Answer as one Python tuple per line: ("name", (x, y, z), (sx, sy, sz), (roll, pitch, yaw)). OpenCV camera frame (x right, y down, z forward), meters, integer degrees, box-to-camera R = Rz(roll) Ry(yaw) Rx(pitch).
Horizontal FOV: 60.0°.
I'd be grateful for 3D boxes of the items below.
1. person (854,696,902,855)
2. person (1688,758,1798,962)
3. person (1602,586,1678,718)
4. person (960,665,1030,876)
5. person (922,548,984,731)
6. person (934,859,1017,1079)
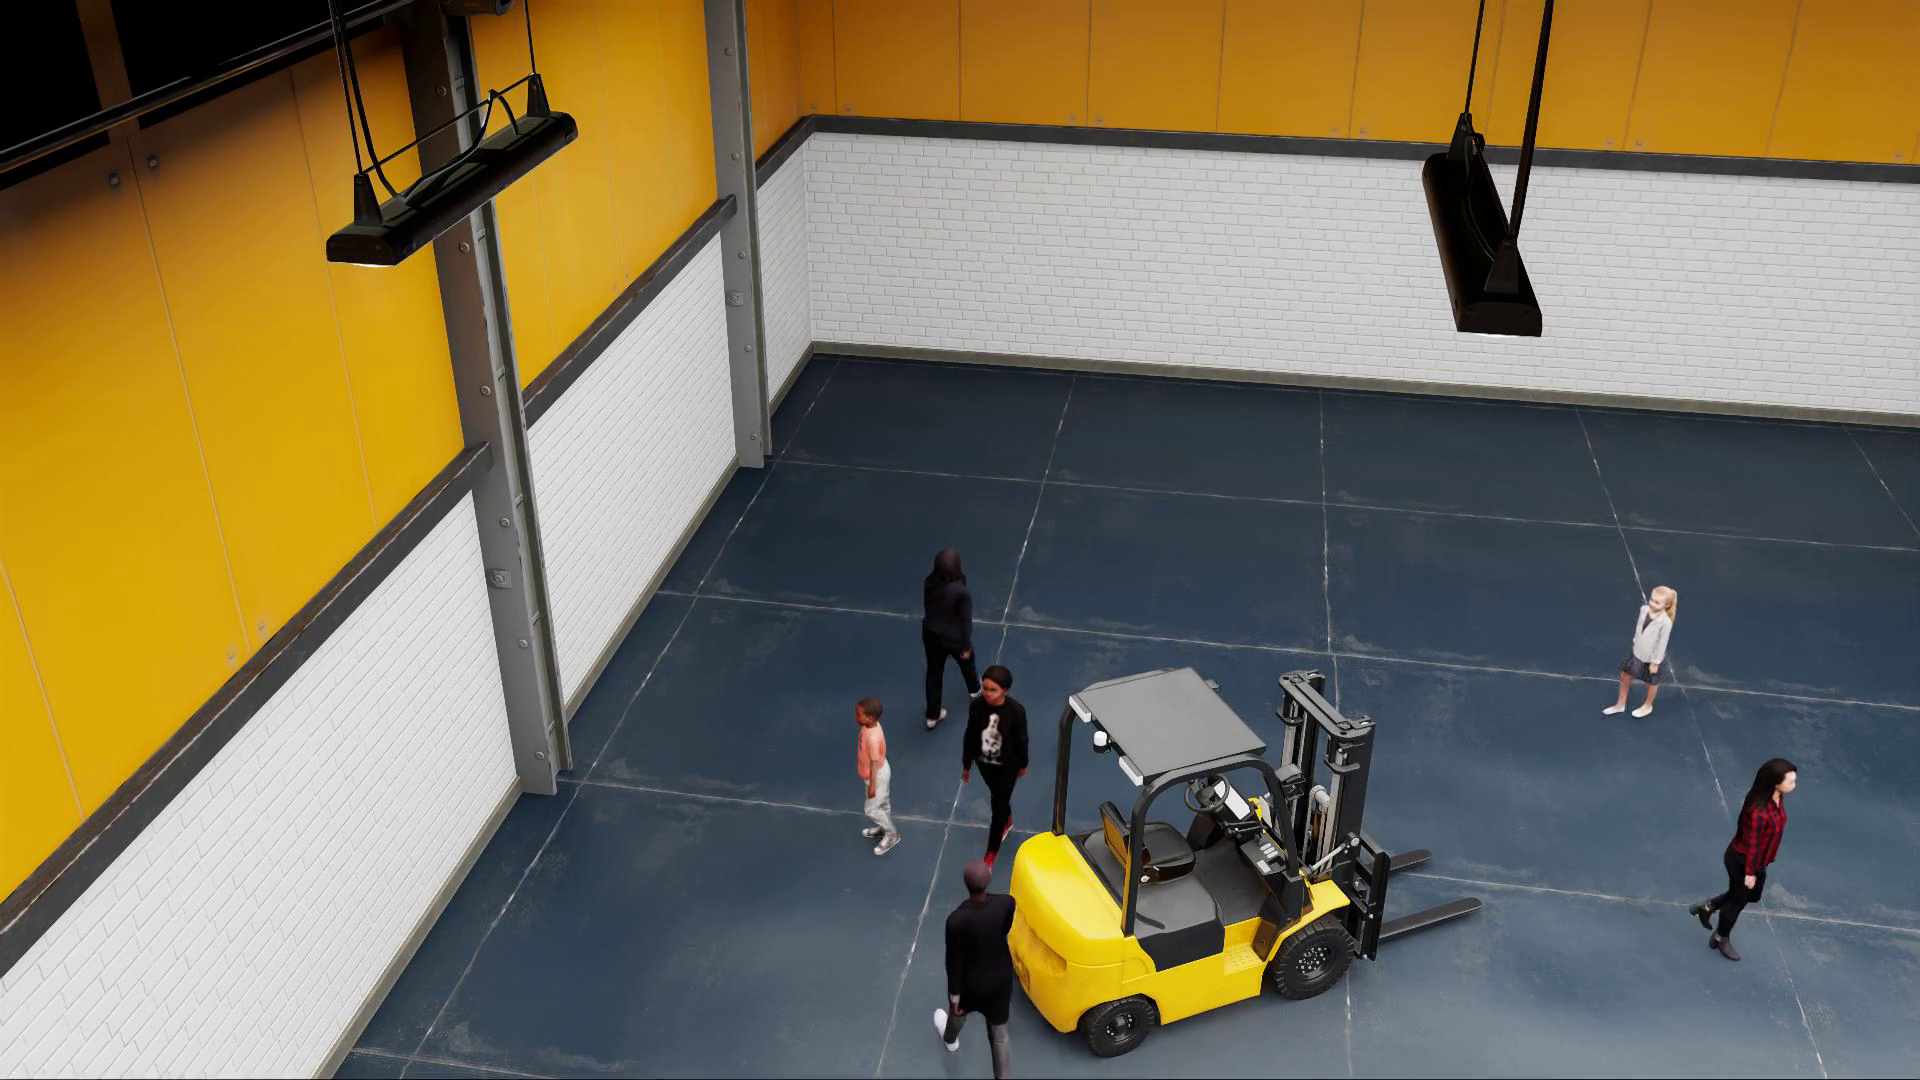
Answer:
("person", (-0.617, 1.725, 12.429), (0.613, 1.307, 0.530), (-2, 29, -5))
("person", (5.270, 2.140, 11.318), (0.800, 1.643, 0.744), (22, 36, 35))
("person", (5.809, 0.930, 13.935), (0.756, 1.261, 0.717), (-12, 31, -21))
("person", (0.308, 1.599, 12.315), (0.779, 1.638, 1.094), (12, 31, 21))
("person", (-0.153, 0.853, 13.743), (0.911, 1.580, 1.127), (17, 33, 28))
("person", (0.176, 2.753, 10.119), (1.016, 1.715, 1.216), (-10, 30, -18))
